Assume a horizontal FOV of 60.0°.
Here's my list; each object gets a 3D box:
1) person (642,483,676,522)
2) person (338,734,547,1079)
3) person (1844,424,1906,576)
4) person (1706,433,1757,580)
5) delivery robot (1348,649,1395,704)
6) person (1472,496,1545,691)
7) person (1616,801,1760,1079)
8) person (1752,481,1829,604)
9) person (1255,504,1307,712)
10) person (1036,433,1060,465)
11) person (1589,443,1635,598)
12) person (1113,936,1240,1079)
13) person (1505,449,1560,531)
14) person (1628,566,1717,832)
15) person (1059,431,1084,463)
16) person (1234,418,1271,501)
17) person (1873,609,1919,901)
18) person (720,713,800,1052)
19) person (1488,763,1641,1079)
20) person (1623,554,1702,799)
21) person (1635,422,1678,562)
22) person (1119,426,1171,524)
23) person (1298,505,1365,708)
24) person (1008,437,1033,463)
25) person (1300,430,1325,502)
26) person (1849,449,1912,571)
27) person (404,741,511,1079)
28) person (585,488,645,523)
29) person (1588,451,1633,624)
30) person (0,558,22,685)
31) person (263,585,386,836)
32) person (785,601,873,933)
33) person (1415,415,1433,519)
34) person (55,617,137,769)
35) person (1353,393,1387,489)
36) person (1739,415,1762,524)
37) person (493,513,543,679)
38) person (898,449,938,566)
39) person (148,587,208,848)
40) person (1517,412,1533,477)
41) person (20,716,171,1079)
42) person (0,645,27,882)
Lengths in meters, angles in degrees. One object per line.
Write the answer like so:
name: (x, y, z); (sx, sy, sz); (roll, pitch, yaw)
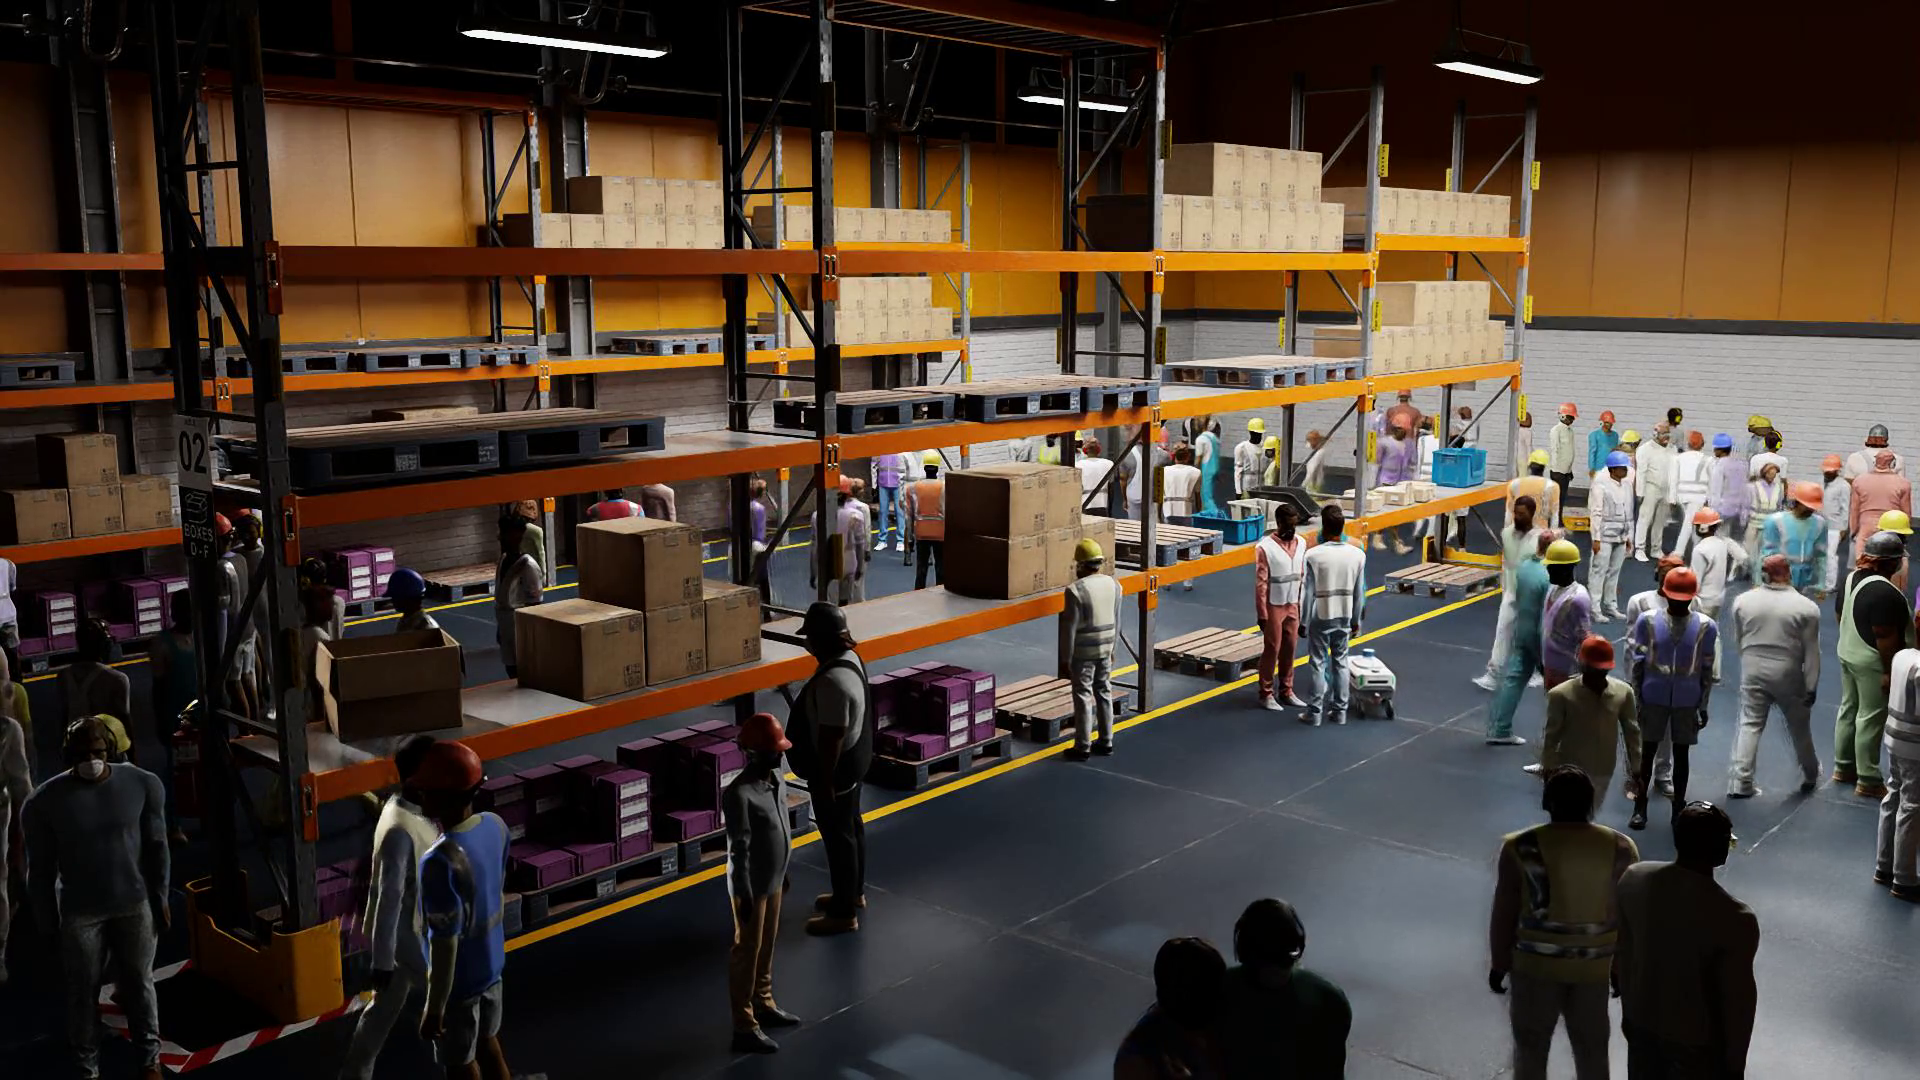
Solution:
person: (-3.541, -0.097, 19.703); (0.524, 1.762, 0.329); (8, 12, 38)
person: (-2.542, 1.838, 7.874); (1.025, 1.858, 0.608); (-2, 10, -13)
person: (11.572, -0.467, 21.075); (0.680, 2.000, 0.537); (6, 11, 32)
person: (9.633, -0.386, 20.909); (0.621, 1.919, 0.699); (-8, 12, -38)
delivery robot: (3.697, 1.231, 15.086); (0.477, 0.478, 0.707); (0, 10, -1)
person: (5.311, 0.513, 15.741); (0.990, 1.861, 0.616); (-6, 11, -34)
person: (2.915, 1.993, 6.738); (0.367, 1.932, 0.623); (-6, 11, -30)
person: (8.023, 0.411, 16.002); (0.658, 1.983, 0.747); (-1, 10, -7)
person: (2.899, 0.604, 15.093); (0.599, 1.908, 0.399); (-7, 12, -36)
person: (1.348, -0.875, 24.561); (0.551, 1.676, 0.430); (9, 13, 43)
person: (7.887, -0.243, 20.134); (0.655, 1.906, 0.508); (-6, 11, -33)
person: (0.763, 2.221, 5.622); (0.429, 1.844, 0.622); (6, 11, 31)
person: (6.628, -0.104, 19.336); (0.609, 1.906, 0.552); (5, 11, 27)
person: (5.065, 1.133, 11.850); (0.543, 1.932, 0.365); (4, 10, 20)
person: (1.583, -0.685, 23.259); (0.294, 1.744, 0.486); (9, 13, 42)
person: (4.079, -0.743, 23.105); (0.584, 1.918, 0.399); (-5, 11, -26)
person: (6.126, 1.355, 10.652); (0.356, 1.887, 0.572); (1, 10, 9)
person: (-1.025, 1.753, 8.668); (0.332, 1.753, 0.561); (3, 10, 17)
person: (2.707, 1.910, 7.510); (0.634, 1.838, 0.430); (0, 10, 0)
person: (5.307, 1.032, 12.597); (0.576, 1.881, 0.352); (-1, 10, -3)
person: (9.472, -0.651, 22.573); (0.651, 1.906, 0.402); (-3, 10, -19)
person: (2.430, -0.544, 21.534); (0.689, 2.000, 0.539); (4, 10, 21)
person: (3.402, 0.592, 15.310); (0.609, 1.855, 1.031); (3, 10, 16)
person: (0.877, -0.941, 24.790); (0.493, 1.742, 0.322); (-9, 13, -44)
person: (5.172, -0.806, 24.385); (0.508, 1.614, 0.523); (0, 10, 1)
person: (10.685, -0.107, 19.323); (0.636, 1.911, 0.405); (7, 12, 38)
person: (-2.156, 1.857, 7.174); (0.360, 2.047, 0.615); (1, 10, 9)
person: (-3.586, 0.241, 17.435); (0.626, 1.846, 0.429); (-1, 10, -9)
person: (7.348, -0.038, 18.779); (0.614, 1.950, 0.376); (-6, 11, -30)
person: (-8.703, 0.728, 14.966); (0.319, 1.696, 0.532); (2, 10, 11)
person: (-4.550, 1.205, 11.849); (0.987, 1.792, 0.574); (-8, 12, -39)
person: (-0.806, 1.357, 10.183); (0.536, 2.000, 0.683); (1, 10, 4)
person: (7.344, -1.164, 26.431); (0.310, 1.639, 0.514); (1, 10, 8)
person: (-5.438, 1.401, 10.533); (0.503, 1.839, 0.342); (2, 10, 13)
person: (6.894, -1.579, 28.048); (0.372, 1.928, 0.584); (-9, 13, -42)
person: (12.171, -1.055, 25.513); (0.320, 1.737, 0.487); (2, 10, 14)
person: (-3.747, 0.746, 14.049); (0.361, 1.965, 0.613); (-9, 13, -42)
person: (-0.556, -0.602, 22.226); (0.546, 1.929, 0.388); (-1, 10, -7)
person: (-5.375, 1.224, 11.619); (0.378, 1.831, 0.518); (6, 11, 33)
person: (9.144, -1.272, 27.090); (0.268, 1.632, 0.507); (-3, 10, -18)
person: (-4.136, 1.778, 8.027); (0.622, 1.932, 0.380); (-6, 11, -34)
person: (-6.367, 1.281, 10.797); (0.608, 1.987, 0.391); (8, 12, 38)
